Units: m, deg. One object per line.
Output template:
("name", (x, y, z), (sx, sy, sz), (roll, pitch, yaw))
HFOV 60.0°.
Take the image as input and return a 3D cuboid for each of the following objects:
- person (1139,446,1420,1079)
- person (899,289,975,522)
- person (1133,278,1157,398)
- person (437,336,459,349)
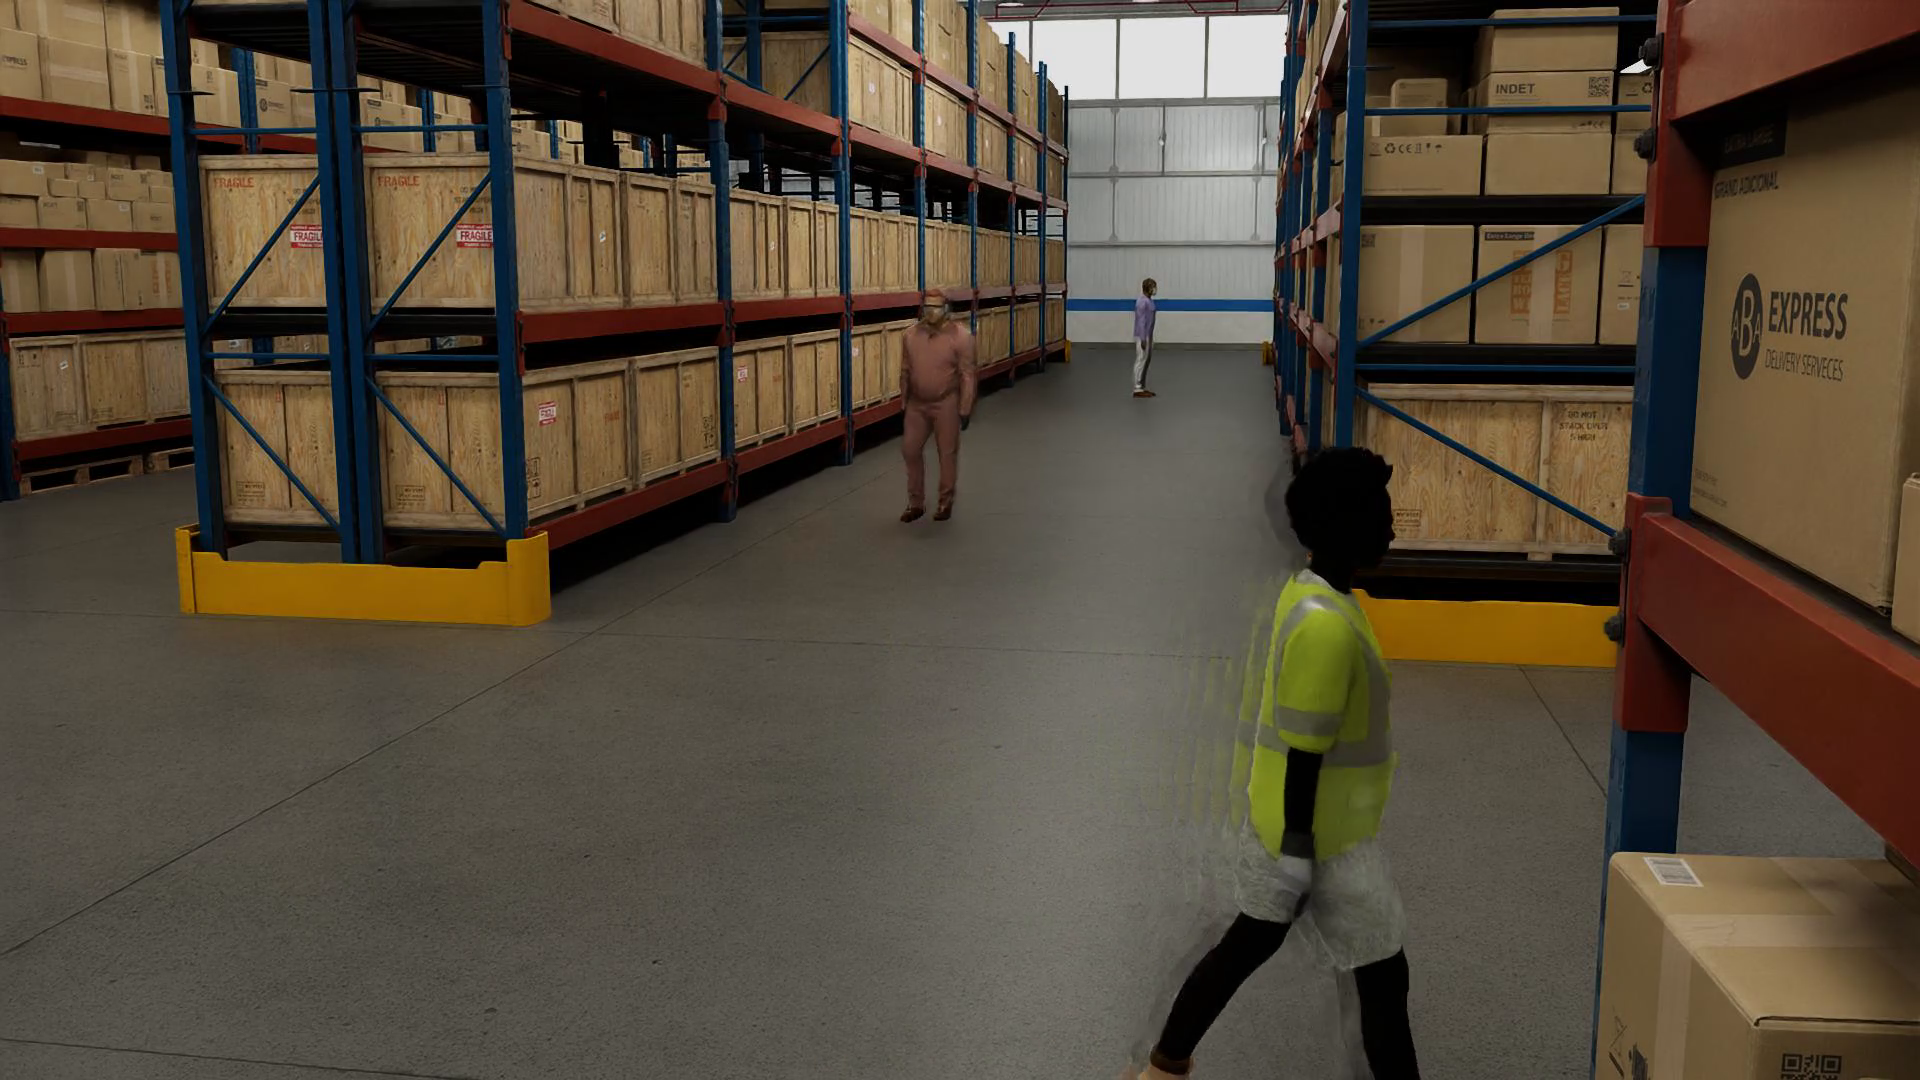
("person", (0.782, 0.610, 3.704), (0.862, 1.654, 0.543), (1, 9, 9))
("person", (-0.229, -1.070, 13.389), (0.687, 1.880, 0.719), (4, 10, 21))
("person", (2.992, -3.256, 26.844), (0.370, 1.930, 0.627), (3, 10, 19))
("person", (-6.649, -2.315, 21.583), (0.313, 1.739, 0.484), (-5, 11, -31))
